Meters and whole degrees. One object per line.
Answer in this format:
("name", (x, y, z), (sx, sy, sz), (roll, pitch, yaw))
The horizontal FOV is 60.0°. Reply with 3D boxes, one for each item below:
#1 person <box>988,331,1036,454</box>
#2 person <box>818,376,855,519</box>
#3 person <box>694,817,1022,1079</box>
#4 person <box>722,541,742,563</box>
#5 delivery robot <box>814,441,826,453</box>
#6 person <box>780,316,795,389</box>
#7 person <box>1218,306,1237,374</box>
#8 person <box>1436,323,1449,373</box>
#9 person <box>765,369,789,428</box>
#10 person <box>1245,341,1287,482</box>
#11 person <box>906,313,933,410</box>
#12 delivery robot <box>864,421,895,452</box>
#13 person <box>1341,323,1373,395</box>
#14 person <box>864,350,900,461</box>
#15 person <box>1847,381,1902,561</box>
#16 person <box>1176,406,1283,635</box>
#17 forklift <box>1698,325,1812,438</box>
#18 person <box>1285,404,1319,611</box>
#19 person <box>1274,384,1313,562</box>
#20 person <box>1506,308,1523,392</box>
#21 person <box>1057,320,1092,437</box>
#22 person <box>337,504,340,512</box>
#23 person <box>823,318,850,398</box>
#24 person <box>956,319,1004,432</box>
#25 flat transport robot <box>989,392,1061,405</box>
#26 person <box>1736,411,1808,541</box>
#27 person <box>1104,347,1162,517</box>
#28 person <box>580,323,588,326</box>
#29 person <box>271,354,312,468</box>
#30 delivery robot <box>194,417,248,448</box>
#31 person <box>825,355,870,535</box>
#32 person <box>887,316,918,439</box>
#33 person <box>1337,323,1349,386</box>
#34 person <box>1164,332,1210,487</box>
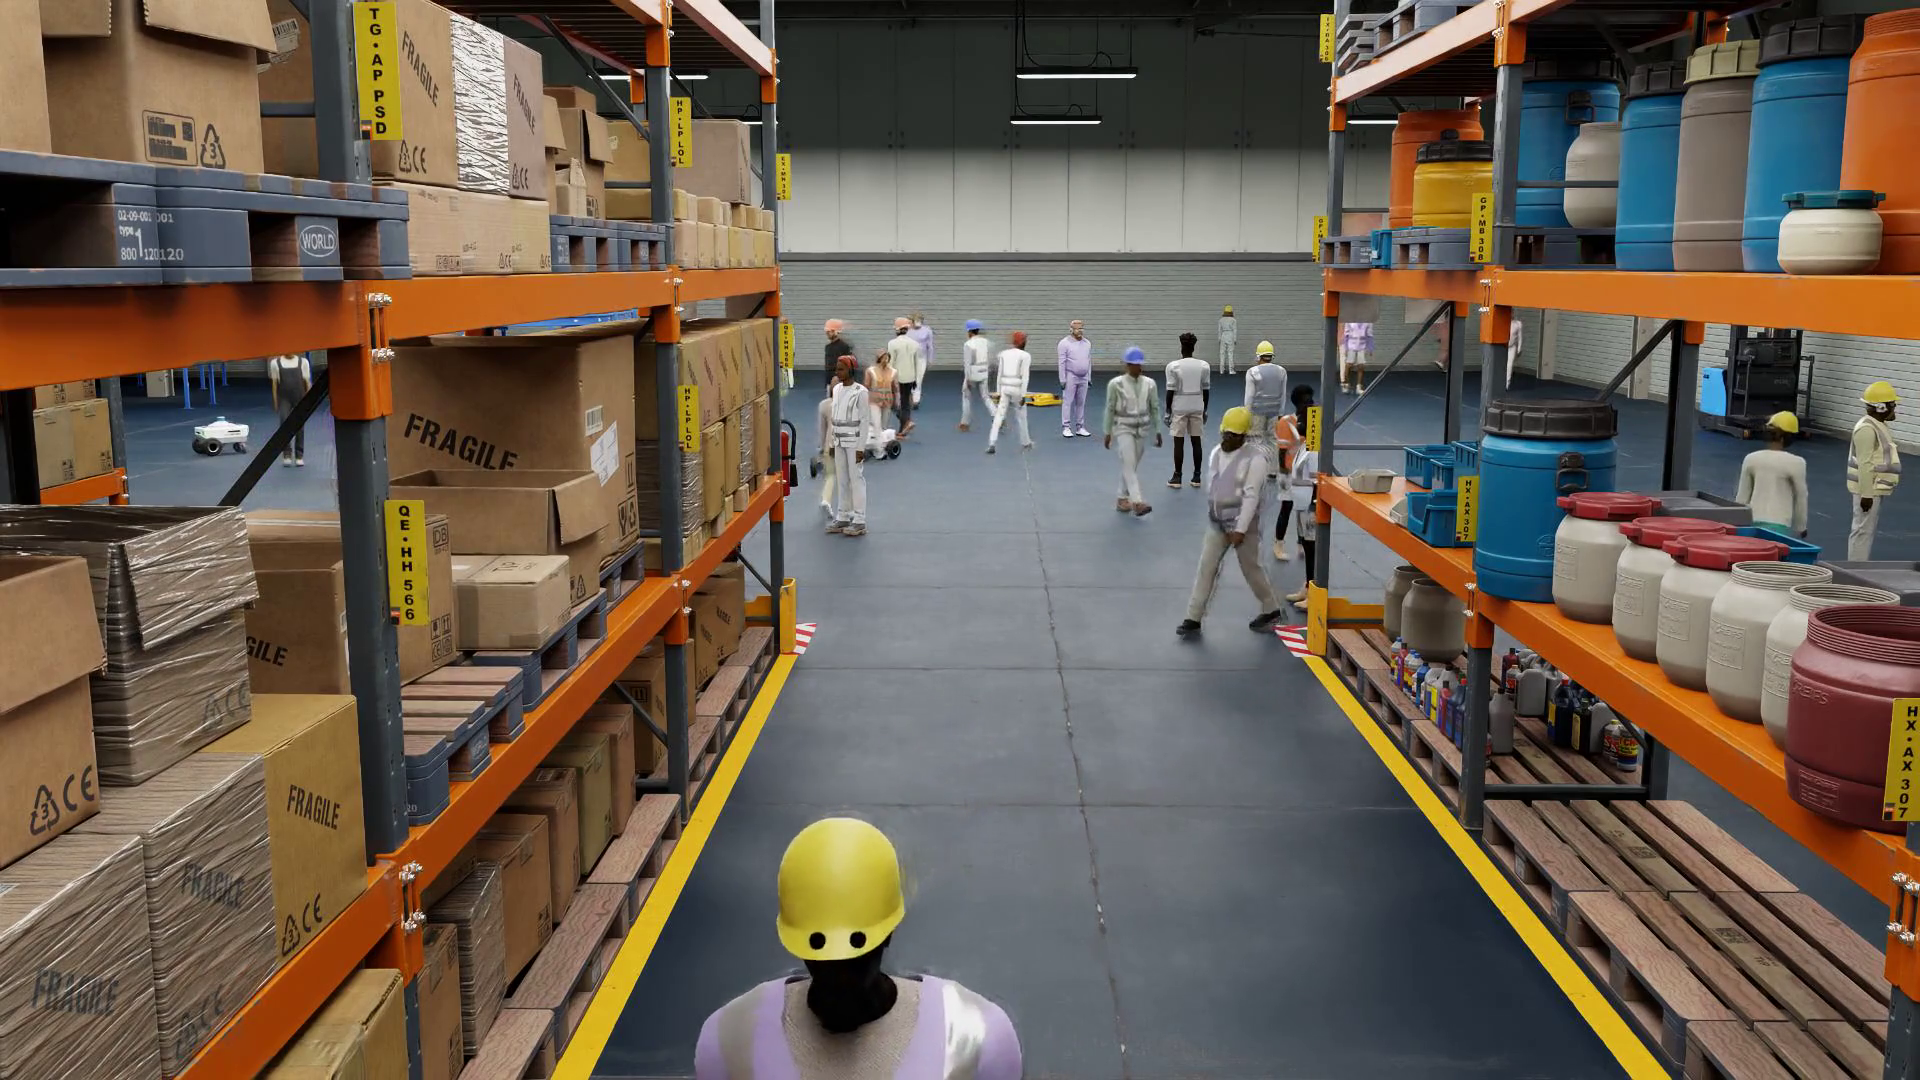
("person", (0.761, -2.227, 25.038), (0.600, 1.846, 1.014), (6, 11, 34))
("person", (-1.356, -1.026, 18.474), (0.533, 1.610, 0.630), (2, 10, 14))
("person", (-0.173, 1.399, 3.036), (0.612, 1.914, 0.537), (1, 10, 5))
("person", (-1.924, -0.313, 12.989), (0.663, 2.023, 0.644), (0, 9, 1))
("delivery robot", (-1.800, -1.328, 22.510), (0.335, 0.223, 0.698), (-2, 10, -10))
("person", (-3.988, -4.247, 37.684), (0.517, 1.639, 0.314), (-3, 10, -17))
("person", (6.878, -5.142, 42.734), (0.485, 1.744, 0.309), (5, 11, 29))
("person", (12.544, -5.246, 42.893), (0.547, 1.892, 0.669), (-4, 10, -21))
("person", (-2.690, -1.982, 23.581), (0.533, 1.819, 0.663), (-1, 10, -7))
("person", (3.956, -1.669, 21.663), (0.589, 1.833, 0.404), (-3, 10, -19))
("person", (-0.866, -3.494, 32.493), (0.660, 1.876, 1.089), (1, 9, 3))
("delivery robot", (-1.279, -1.493, 24.275), (0.477, 0.478, 0.707), (8, 12, 39))
("person", (8.584, -4.143, 35.936), (0.689, 2.014, 0.561), (-1, 10, -5))
("person", (-1.109, -1.932, 23.932), (0.525, 1.587, 0.877), (-4, 10, -23))
("person", (7.862, -0.446, 14.326), (0.404, 1.837, 0.595), (7, 12, 34))
("person", (2.129, -0.150, 12.767), (0.880, 1.785, 0.588), (-7, 12, -37))
("forklift", (13.248, -3.165, 27.620), (1.129, 2.768, 1.873), (0, 9, 1))
("person", (2.884, -0.277, 13.733), (0.319, 1.695, 0.533), (0, 9, 2))
("person", (3.256, -0.652, 15.981), (0.540, 1.697, 0.316), (-6, 11, -30))
("person", (12.232, -4.270, 37.204), (0.637, 1.859, 1.035), (5, 11, 28))
("person", (1.912, -2.651, 27.329), (0.648, 1.907, 0.409), (-6, 11, -33))
("person", (-6.461, -0.975, 17.996), (0.803, 1.669, 0.540), (8, 12, 39))
("person", (-1.919, -2.446, 25.852), (0.466, 1.983, 0.637), (-7, 12, -37))
("person", (0.331, -2.773, 28.053), (0.615, 1.917, 0.898), (-8, 13, -41))
("flat transport robot", (1.278, -2.881, 33.722), (1.431, 0.197, 0.652), (7, 12, 36))
("person", (6.239, -0.141, 12.880), (0.934, 1.715, 0.507), (-4, 10, -23))
("person", (1.986, -1.229, 18.843), (0.636, 1.892, 0.986), (-4, 10, -21))
("person", (-6.132, -2.664, 27.566), (0.544, 1.854, 0.480), (-7, 12, -36))
("person", (-9.273, -1.909, 23.148), (0.540, 1.808, 0.873), (-4, 10, -23))
("delivery robot", (-11.075, -1.606, 24.952), (0.477, 0.478, 0.707), (9, 13, 44))
("person", (-1.185, -1.003, 17.527), (0.355, 1.882, 0.576), (-8, 13, -41))
("person", (-0.922, -2.607, 26.826), (0.640, 1.984, 0.480), (-8, 13, -41))
("person", (8.836, -4.595, 38.709), (0.622, 1.991, 0.389), (6, 11, 33))
("person", (2.888, -1.658, 21.198), (0.607, 1.966, 0.367), (-3, 10, -15))
